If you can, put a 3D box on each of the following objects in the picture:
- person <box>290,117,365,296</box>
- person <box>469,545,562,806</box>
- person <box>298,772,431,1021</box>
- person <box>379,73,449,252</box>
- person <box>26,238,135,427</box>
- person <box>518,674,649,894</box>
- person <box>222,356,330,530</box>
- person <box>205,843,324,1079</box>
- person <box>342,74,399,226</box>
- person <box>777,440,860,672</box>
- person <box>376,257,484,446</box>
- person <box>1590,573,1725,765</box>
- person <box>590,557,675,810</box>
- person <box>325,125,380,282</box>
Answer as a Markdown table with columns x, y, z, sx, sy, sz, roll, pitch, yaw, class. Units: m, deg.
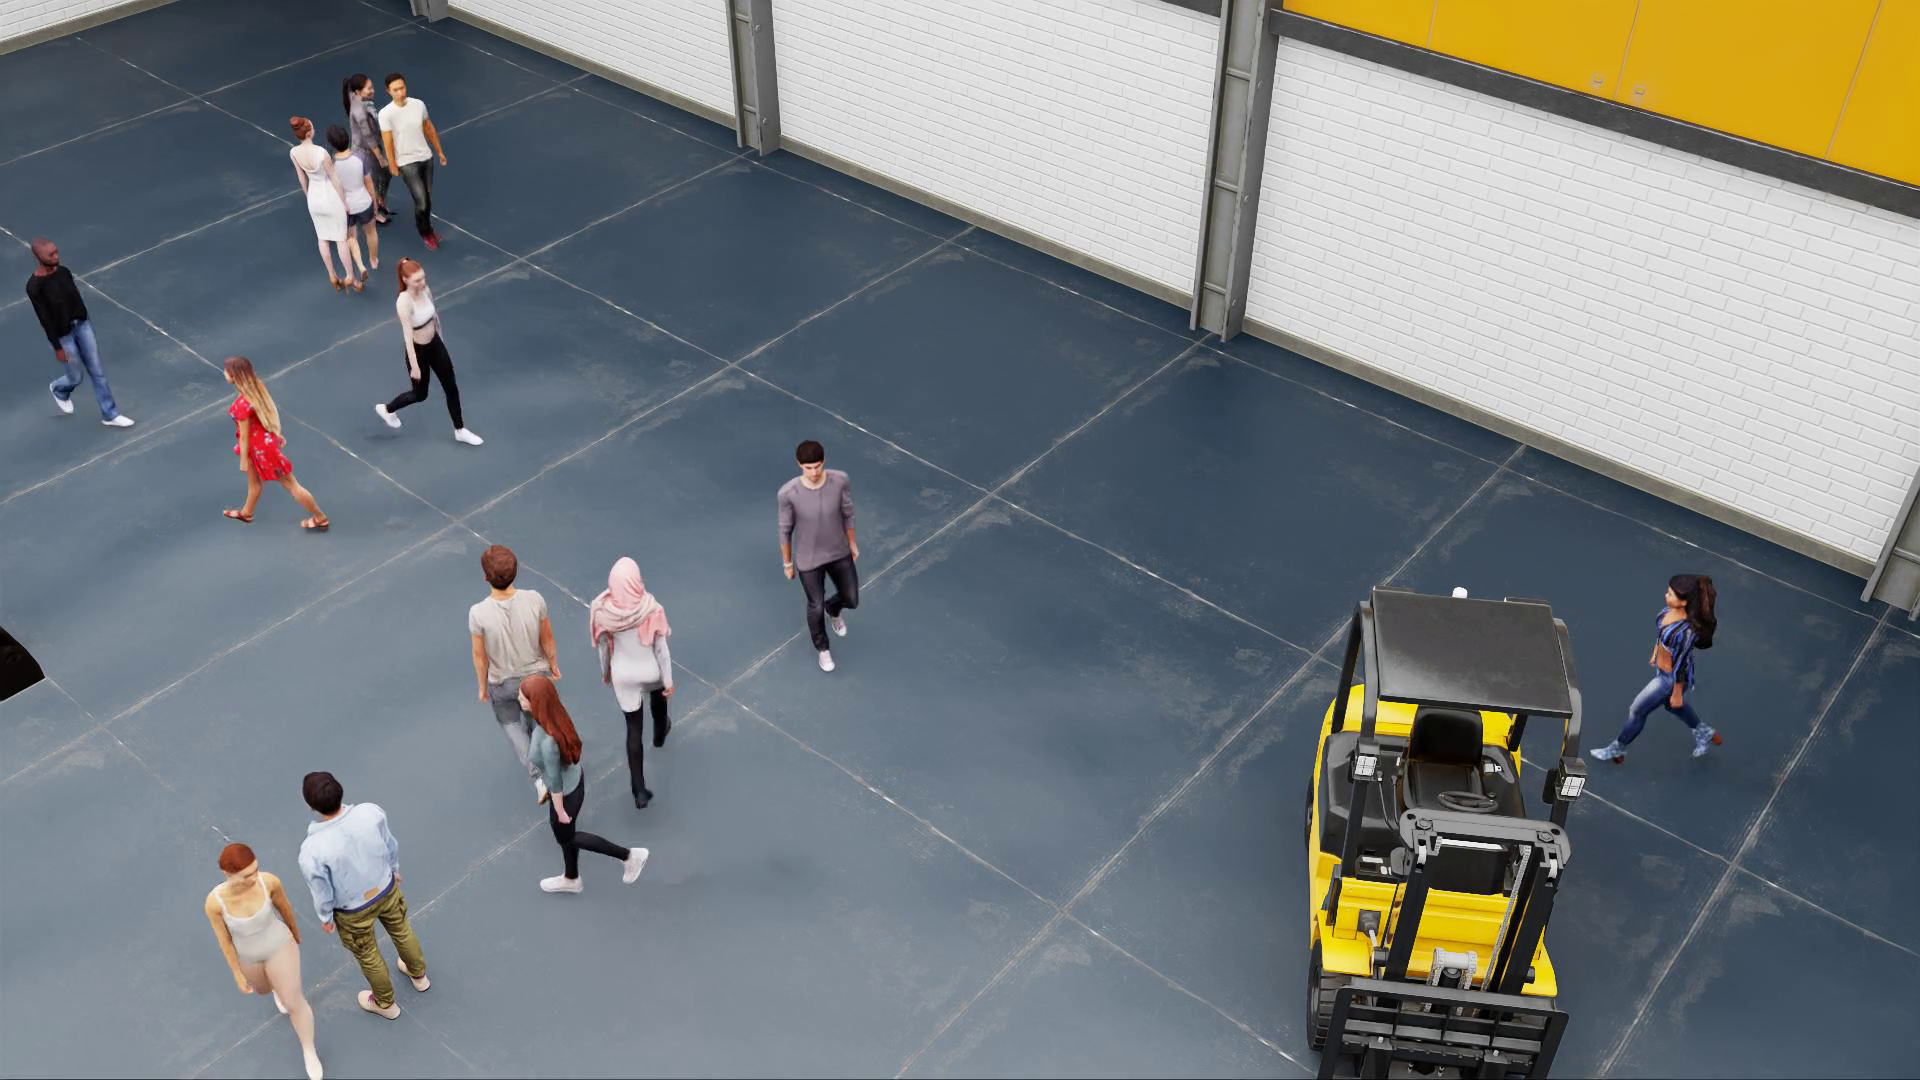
| x | y | z | sx | sy | sz | roll | pitch | yaw | class |
| --- | --- | --- | --- | --- | --- | --- | --- | --- | --- |
| -5.893 | -3.097 | 15.414 | 0.560 | 1.791 | 0.699 | 10 | 40 | 12 | person |
| -2.725 | 0.890 | 10.351 | 0.864 | 1.878 | 1.070 | -22 | 43 | -25 | person |
| -3.265 | 1.937 | 9.096 | 0.566 | 1.810 | 0.681 | 25 | 45 | 28 | person |
| -5.369 | -3.719 | 16.198 | 0.669 | 1.783 | 0.660 | 25 | 45 | 27 | person |
| -7.389 | -1.691 | 13.699 | 1.028 | 1.734 | 0.797 | 13 | 40 | 16 | person |
| -2.241 | 1.461 | 9.757 | 0.989 | 1.727 | 0.913 | -2 | 39 | -3 | person |
| -5.175 | -0.675 | 12.577 | 1.104 | 1.547 | 0.996 | -1 | 39 | -1 | person |
| -3.782 | 2.167 | 8.968 | 0.781 | 1.608 | 1.038 | -17 | 42 | -21 | person |
| -5.915 | -3.816 | 16.432 | 0.822 | 1.644 | 0.734 | -13 | 40 | -16 | person |
| -0.968 | 0.041 | 11.443 | 0.869 | 1.842 | 0.914 | -14 | 41 | -16 | person |
| -4.434 | -1.509 | 13.484 | 1.196 | 1.717 | 0.929 | 9 | 39 | 11 | person |
| 4.626 | 0.864 | 10.612 | 1.167 | 1.593 | 0.996 | 4 | 39 | 5 | person |
| -2.030 | 0.900 | 10.430 | 1.159 | 1.765 | 1.170 | -1 | 39 | -1 | person |
| -5.704 | -3.151 | 15.683 | 0.803 | 1.540 | 0.972 | -15 | 41 | -18 | person |
